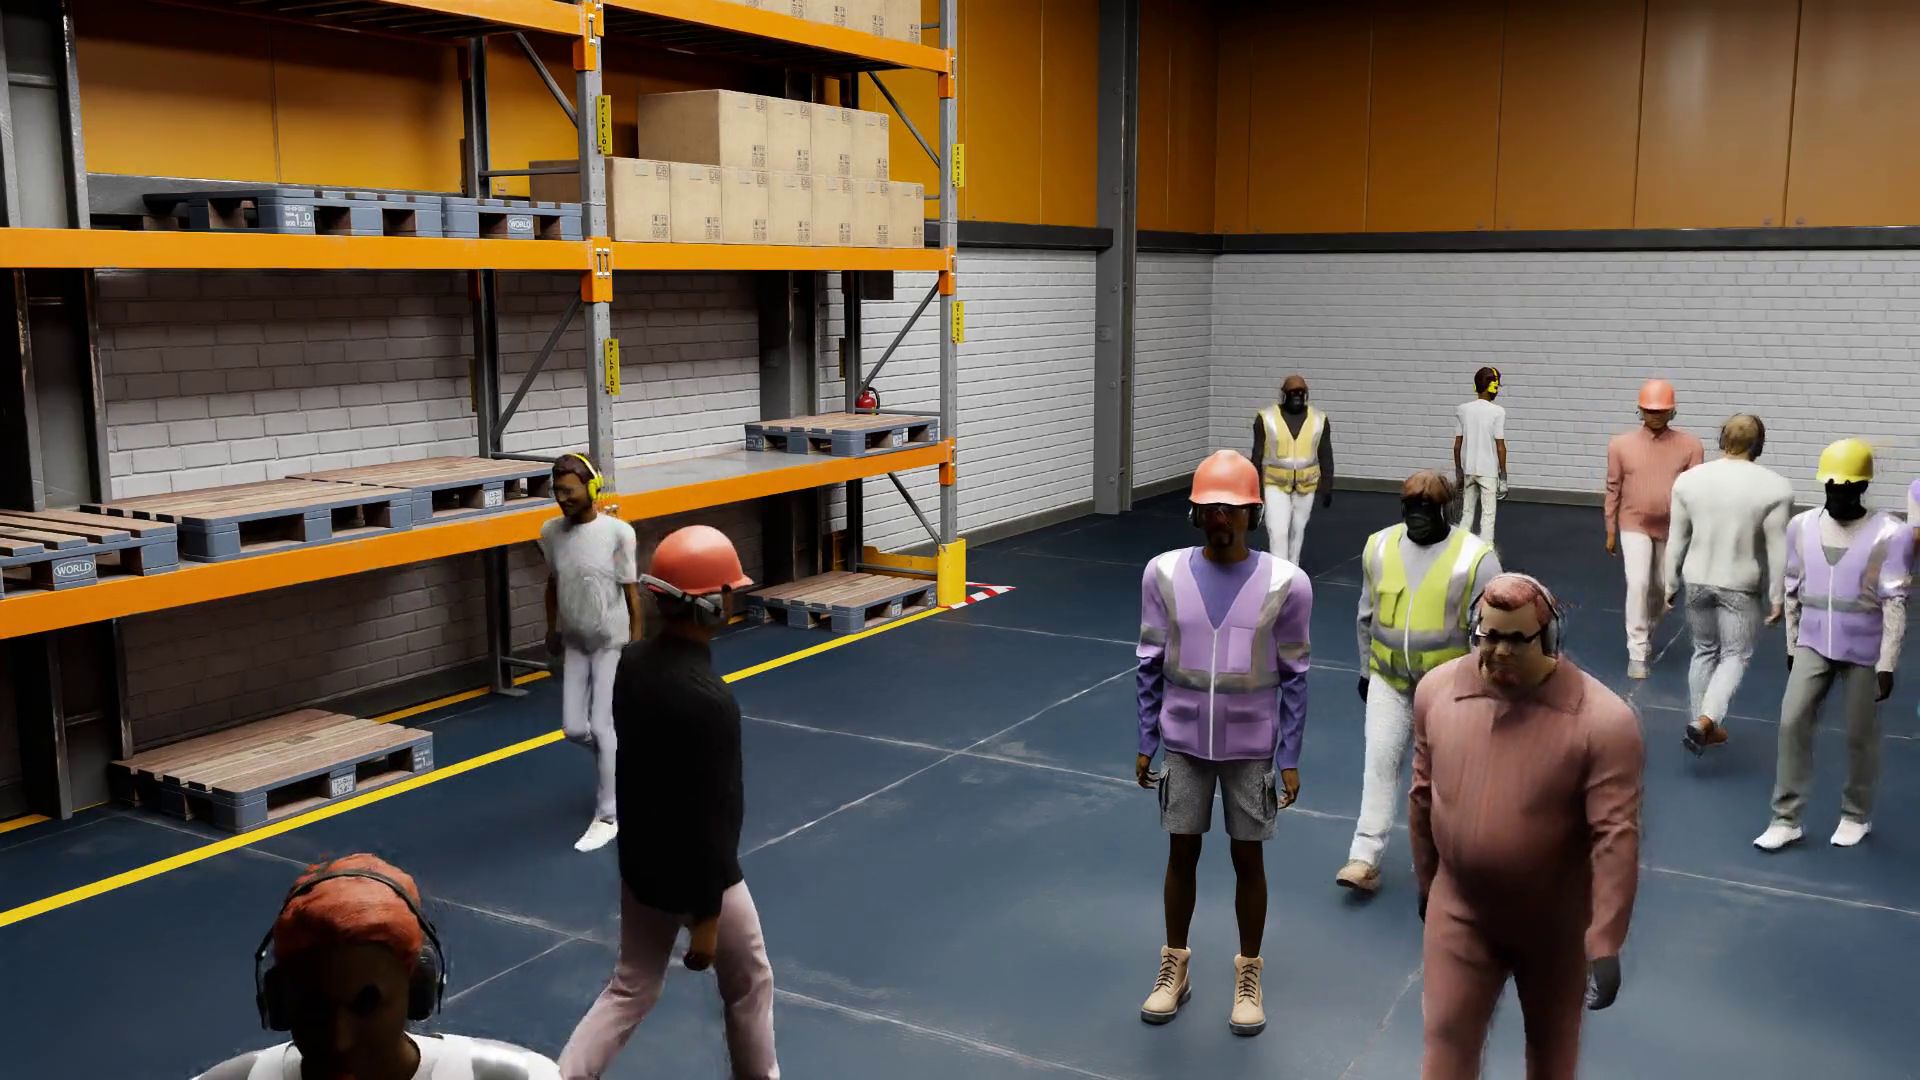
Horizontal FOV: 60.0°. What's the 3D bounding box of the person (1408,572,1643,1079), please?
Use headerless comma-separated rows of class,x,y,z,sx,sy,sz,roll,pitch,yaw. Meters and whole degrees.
person,1.501,1.008,4.548,0.679,1.844,1.004,7,11,35

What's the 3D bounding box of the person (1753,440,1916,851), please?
person,3.963,0.501,7.549,0.818,1.898,0.605,-7,12,-39

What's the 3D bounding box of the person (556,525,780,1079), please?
person,-0.845,0.929,4.719,0.985,1.961,0.618,-8,12,-40

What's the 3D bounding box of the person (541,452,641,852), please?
person,-1.682,0.487,7.817,0.566,1.843,0.635,3,10,18

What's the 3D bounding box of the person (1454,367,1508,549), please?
person,4.423,-0.534,14.106,0.328,1.865,0.521,-7,12,-38

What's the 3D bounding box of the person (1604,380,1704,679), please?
person,4.659,-0.109,11.182,0.640,1.947,0.989,3,9,16

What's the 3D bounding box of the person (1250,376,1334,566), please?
person,2.713,-0.412,13.502,0.660,1.806,0.874,0,9,1

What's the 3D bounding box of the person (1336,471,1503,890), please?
person,1.931,0.619,7.084,0.659,1.802,0.901,6,11,34

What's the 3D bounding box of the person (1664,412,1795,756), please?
person,4.112,0.266,8.983,0.662,1.912,0.728,8,12,41

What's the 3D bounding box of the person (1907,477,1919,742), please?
person,5.579,0.248,9.308,0.579,1.842,0.418,3,10,20

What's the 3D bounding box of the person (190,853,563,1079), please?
person,-0.828,1.341,2.397,0.570,1.868,0.503,0,9,-1

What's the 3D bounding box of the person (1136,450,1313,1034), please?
person,0.904,0.703,5.815,0.607,2.048,0.370,3,10,19
